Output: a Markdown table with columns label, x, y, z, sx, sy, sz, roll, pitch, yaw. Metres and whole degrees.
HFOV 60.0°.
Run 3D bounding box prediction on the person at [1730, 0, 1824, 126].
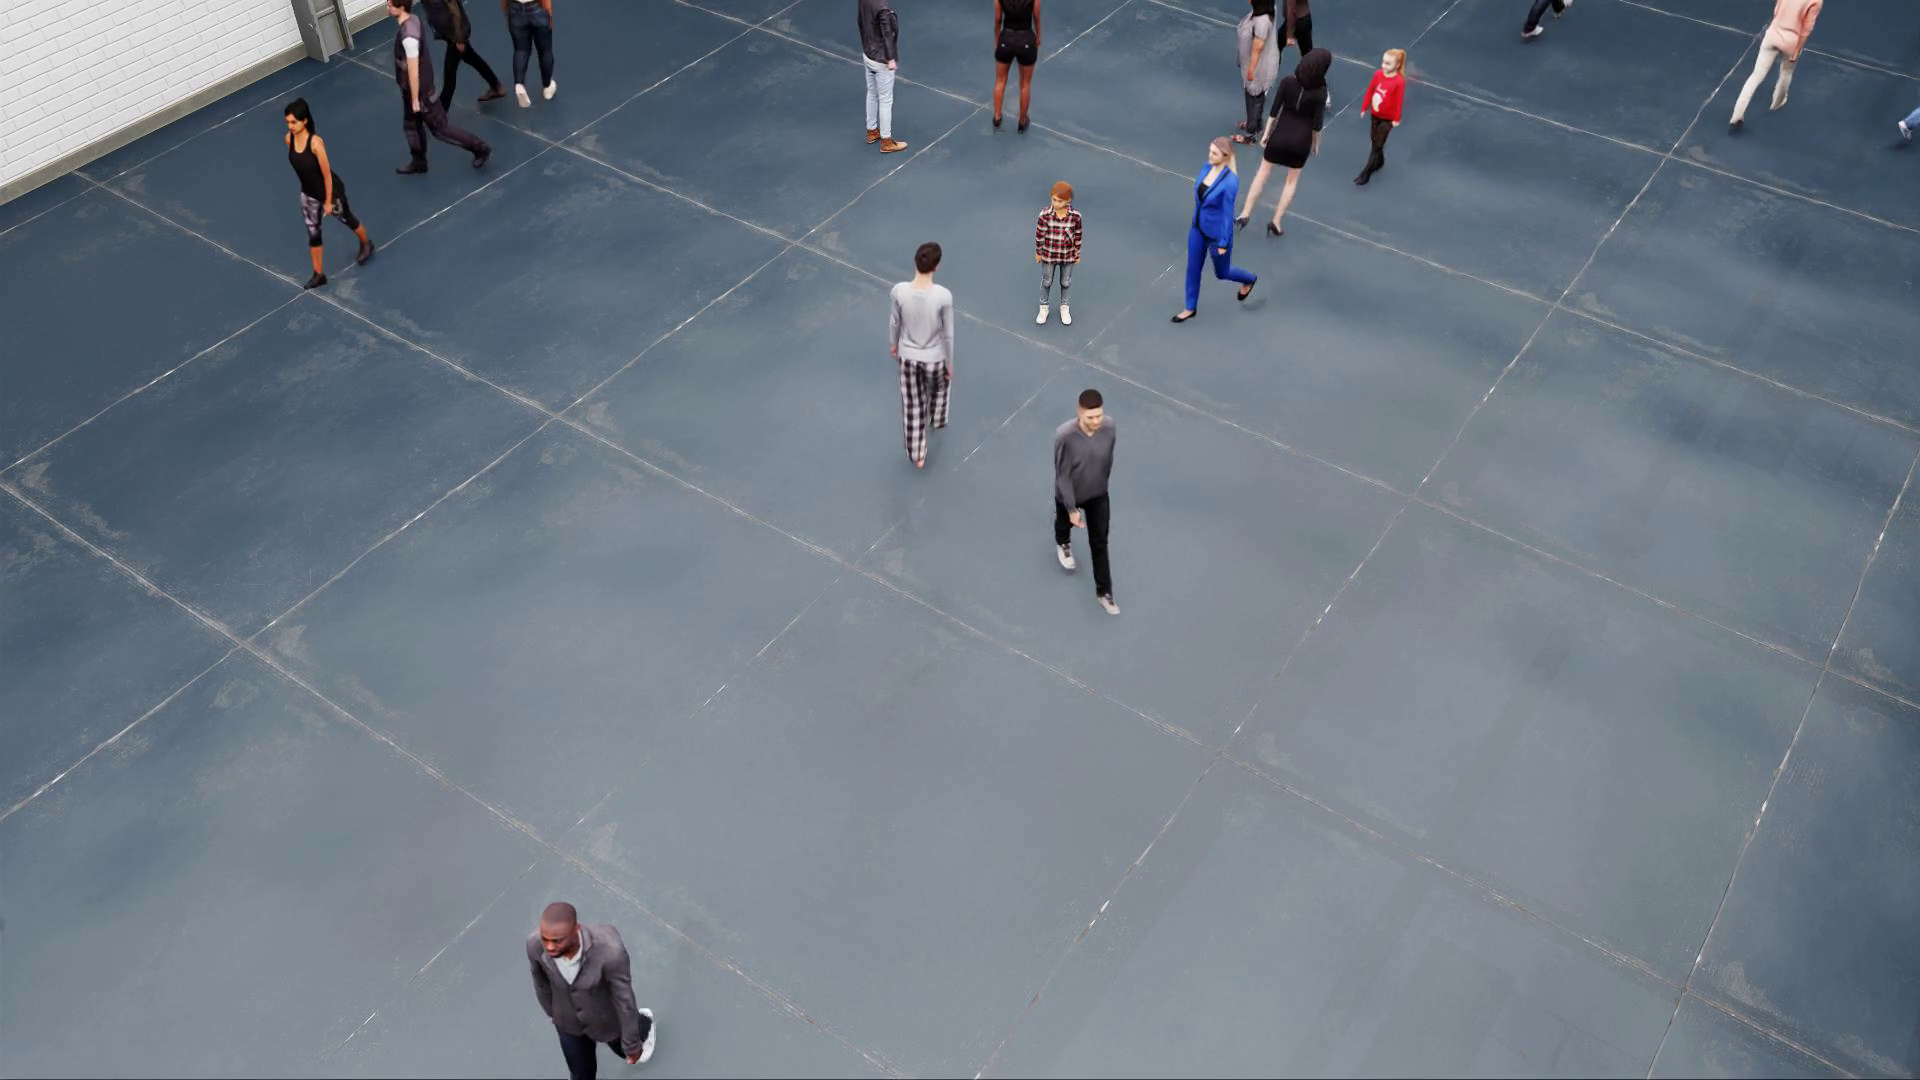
| label | x | y | z | sx | sy | sz | roll | pitch | yaw |
| --- | --- | --- | --- | --- | --- | --- | --- | --- | --- |
| person | 7.826 | -4.741 | 15.917 | 1.207 | 1.681 | 0.777 | -32 | 52 | -29 |

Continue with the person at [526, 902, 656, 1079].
| label | x | y | z | sx | sy | sz | roll | pitch | yaw |
| --- | --- | --- | --- | --- | --- | --- | --- | --- | --- |
| person | -1.814 | 2.333 | 8.409 | 1.066 | 1.794 | 1.243 | 3 | 44 | 3 |

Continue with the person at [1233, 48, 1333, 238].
| label | x | y | z | sx | sy | sz | roll | pitch | yaw |
| --- | --- | --- | --- | --- | --- | --- | --- | --- | --- |
| person | 2.827 | -3.412 | 14.462 | 0.842 | 1.763 | 0.661 | 8 | 44 | 9 |

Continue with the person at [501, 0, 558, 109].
| label | x | y | z | sx | sy | sz | roll | pitch | yaw |
| --- | --- | --- | --- | --- | --- | --- | --- | --- | --- |
| person | -4.196 | -5.023 | 16.134 | 0.958 | 1.790 | 1.089 | 0 | 44 | 0 |

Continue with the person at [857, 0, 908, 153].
| label | x | y | z | sx | sy | sz | roll | pitch | yaw |
| --- | --- | --- | --- | --- | --- | --- | --- | --- | --- |
| person | -0.766 | -4.520 | 15.573 | 0.695 | 1.836 | 0.731 | -24 | 48 | -23 |

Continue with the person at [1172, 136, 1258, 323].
| label | x | y | z | sx | sy | sz | roll | pitch | yaw |
| --- | --- | --- | --- | --- | --- | --- | --- | --- | --- |
| person | 2.138 | -2.537 | 13.605 | 1.109 | 1.679 | 0.889 | -20 | 47 | -20 |

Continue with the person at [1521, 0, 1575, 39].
| label | x | y | z | sx | sy | sz | roll | pitch | yaw |
| --- | --- | --- | --- | --- | --- | --- | --- | --- | --- |
| person | 6.193 | -6.086 | 17.229 | 1.288 | 1.819 | 0.960 | -28 | 50 | -26 |

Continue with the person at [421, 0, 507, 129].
| label | x | y | z | sx | sy | sz | roll | pitch | yaw |
| --- | --- | --- | --- | --- | --- | --- | --- | --- | --- |
| person | -4.799 | -4.863 | 16.000 | 1.320 | 1.743 | 0.877 | -31 | 51 | -28 |

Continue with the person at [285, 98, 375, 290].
| label | x | y | z | sx | sy | sz | roll | pitch | yaw |
| --- | --- | --- | --- | --- | --- | --- | --- | --- | --- |
| person | -5.354 | -2.990 | 14.126 | 0.796 | 1.616 | 1.151 | 13 | 45 | 14 |

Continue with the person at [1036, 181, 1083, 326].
| label | x | y | z | sx | sy | sz | roll | pitch | yaw |
| --- | --- | --- | --- | --- | --- | --- | --- | --- | --- |
| person | 0.813 | -2.379 | 13.709 | 0.612 | 1.306 | 0.643 | 1 | 44 | 1 |

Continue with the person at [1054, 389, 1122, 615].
| label | x | y | z | sx | sy | sz | roll | pitch | yaw |
| --- | --- | --- | --- | --- | --- | --- | --- | --- | --- |
| person | 0.789 | -0.378 | 11.313 | 1.140 | 1.714 | 1.141 | -12 | 45 | -13 |

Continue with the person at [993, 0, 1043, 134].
| label | x | y | z | sx | sy | sz | roll | pitch | yaw |
| --- | --- | --- | --- | --- | --- | --- | --- | --- | --- |
| person | 0.550 | -4.663 | 15.796 | 0.710 | 1.735 | 0.731 | 7 | 44 | 7 |

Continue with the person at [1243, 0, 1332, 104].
| label | x | y | z | sx | sy | sz | roll | pitch | yaw |
| --- | --- | --- | --- | --- | --- | --- | --- | --- | --- |
| person | 3.350 | -4.984 | 16.187 | 0.736 | 1.659 | 1.061 | 25 | 49 | 24 |

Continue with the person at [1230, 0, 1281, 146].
| label | x | y | z | sx | sy | sz | roll | pitch | yaw |
| --- | --- | --- | --- | --- | --- | --- | --- | --- | --- |
| person | 2.836 | -4.544 | 15.763 | 0.778 | 1.608 | 0.683 | 13 | 45 | 14 |

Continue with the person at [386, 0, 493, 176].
| label | x | y | z | sx | sy | sz | roll | pitch | yaw |
| --- | --- | --- | --- | --- | --- | --- | --- | --- | --- |
| person | -4.835 | -4.151 | 15.197 | 1.231 | 1.820 | 1.092 | -13 | 45 | -13 |

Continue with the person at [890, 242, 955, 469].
| label | x | y | z | sx | sy | sz | roll | pitch | yaw |
| --- | --- | --- | --- | --- | --- | --- | --- | --- | --- |
| person | -0.288 | -1.284 | 12.189 | 0.911 | 1.817 | 1.085 | 7 | 44 | 7 |

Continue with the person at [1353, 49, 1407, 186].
| label | x | y | z | sx | sy | sz | roll | pitch | yaw |
| --- | --- | --- | --- | --- | --- | --- | --- | --- | --- |
| person | 3.939 | -3.955 | 15.392 | 0.828 | 1.266 | 0.616 | -32 | 52 | -29 |
